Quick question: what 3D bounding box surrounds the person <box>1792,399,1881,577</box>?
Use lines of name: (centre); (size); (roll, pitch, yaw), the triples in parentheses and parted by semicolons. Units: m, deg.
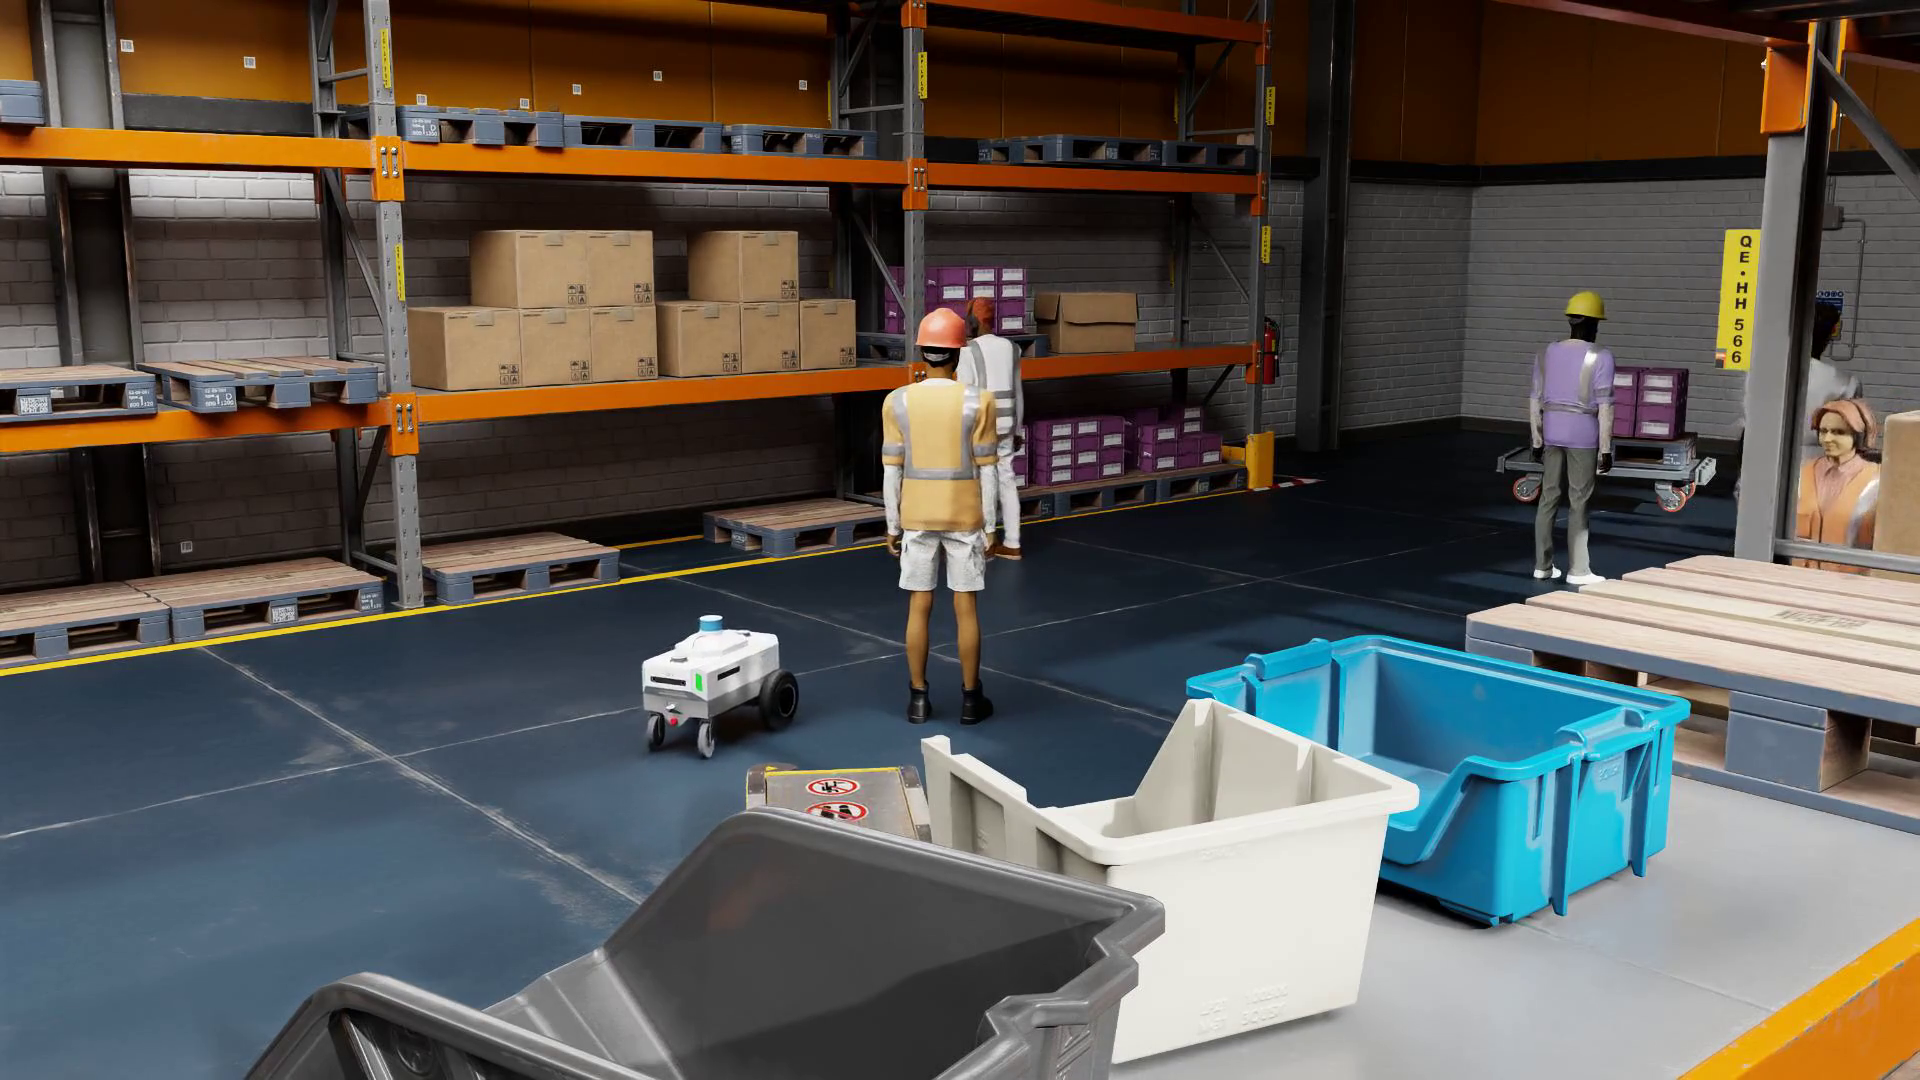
person: (3.606, 0.221, 6.845); (0.634, 1.622, 0.522); (-8, 13, -37)

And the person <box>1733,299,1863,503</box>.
person: (4.562, -0.347, 9.119); (0.615, 1.938, 0.716); (6, 12, 32)

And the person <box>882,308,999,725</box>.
person: (-0.084, -0.101, 7.738); (0.542, 1.939, 0.369); (2, 10, 9)

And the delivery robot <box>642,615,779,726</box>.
delivery robot: (-1.119, 0.584, 7.515); (0.477, 0.478, 0.707); (5, 11, 24)

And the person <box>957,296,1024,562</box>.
person: (0.217, -0.776, 11.734); (0.614, 1.868, 0.427); (-7, 12, -35)

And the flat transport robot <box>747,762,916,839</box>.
flat transport robot: (-0.422, 1.073, 5.837); (0.652, 0.197, 1.431); (-1, 10, -7)

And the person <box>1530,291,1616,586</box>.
person: (4.035, -0.663, 10.931); (0.385, 1.922, 0.594); (-7, 12, -36)
